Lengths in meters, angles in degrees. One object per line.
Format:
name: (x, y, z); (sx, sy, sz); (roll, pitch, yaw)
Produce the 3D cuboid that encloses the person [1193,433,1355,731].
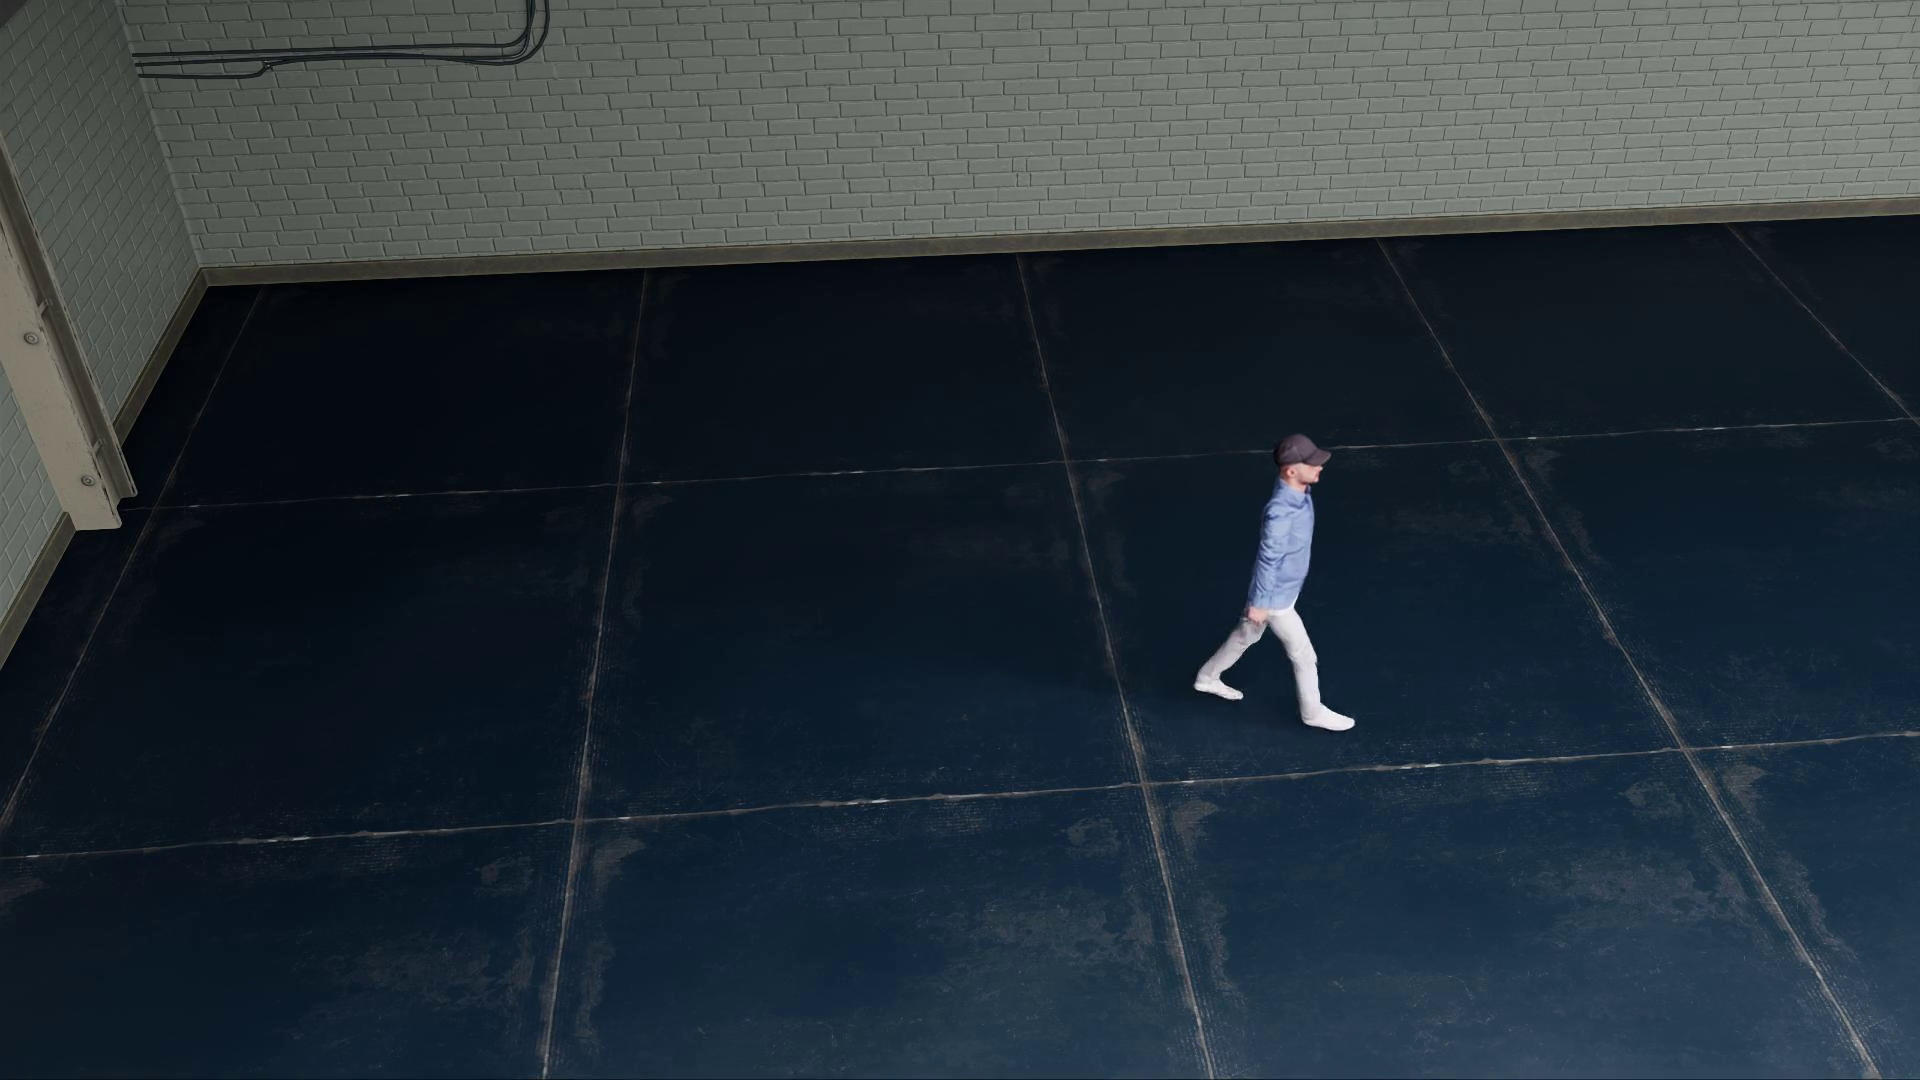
person: (1.602, 0.222, 8.801); (0.992, 1.844, 1.164); (10, 39, 13)
